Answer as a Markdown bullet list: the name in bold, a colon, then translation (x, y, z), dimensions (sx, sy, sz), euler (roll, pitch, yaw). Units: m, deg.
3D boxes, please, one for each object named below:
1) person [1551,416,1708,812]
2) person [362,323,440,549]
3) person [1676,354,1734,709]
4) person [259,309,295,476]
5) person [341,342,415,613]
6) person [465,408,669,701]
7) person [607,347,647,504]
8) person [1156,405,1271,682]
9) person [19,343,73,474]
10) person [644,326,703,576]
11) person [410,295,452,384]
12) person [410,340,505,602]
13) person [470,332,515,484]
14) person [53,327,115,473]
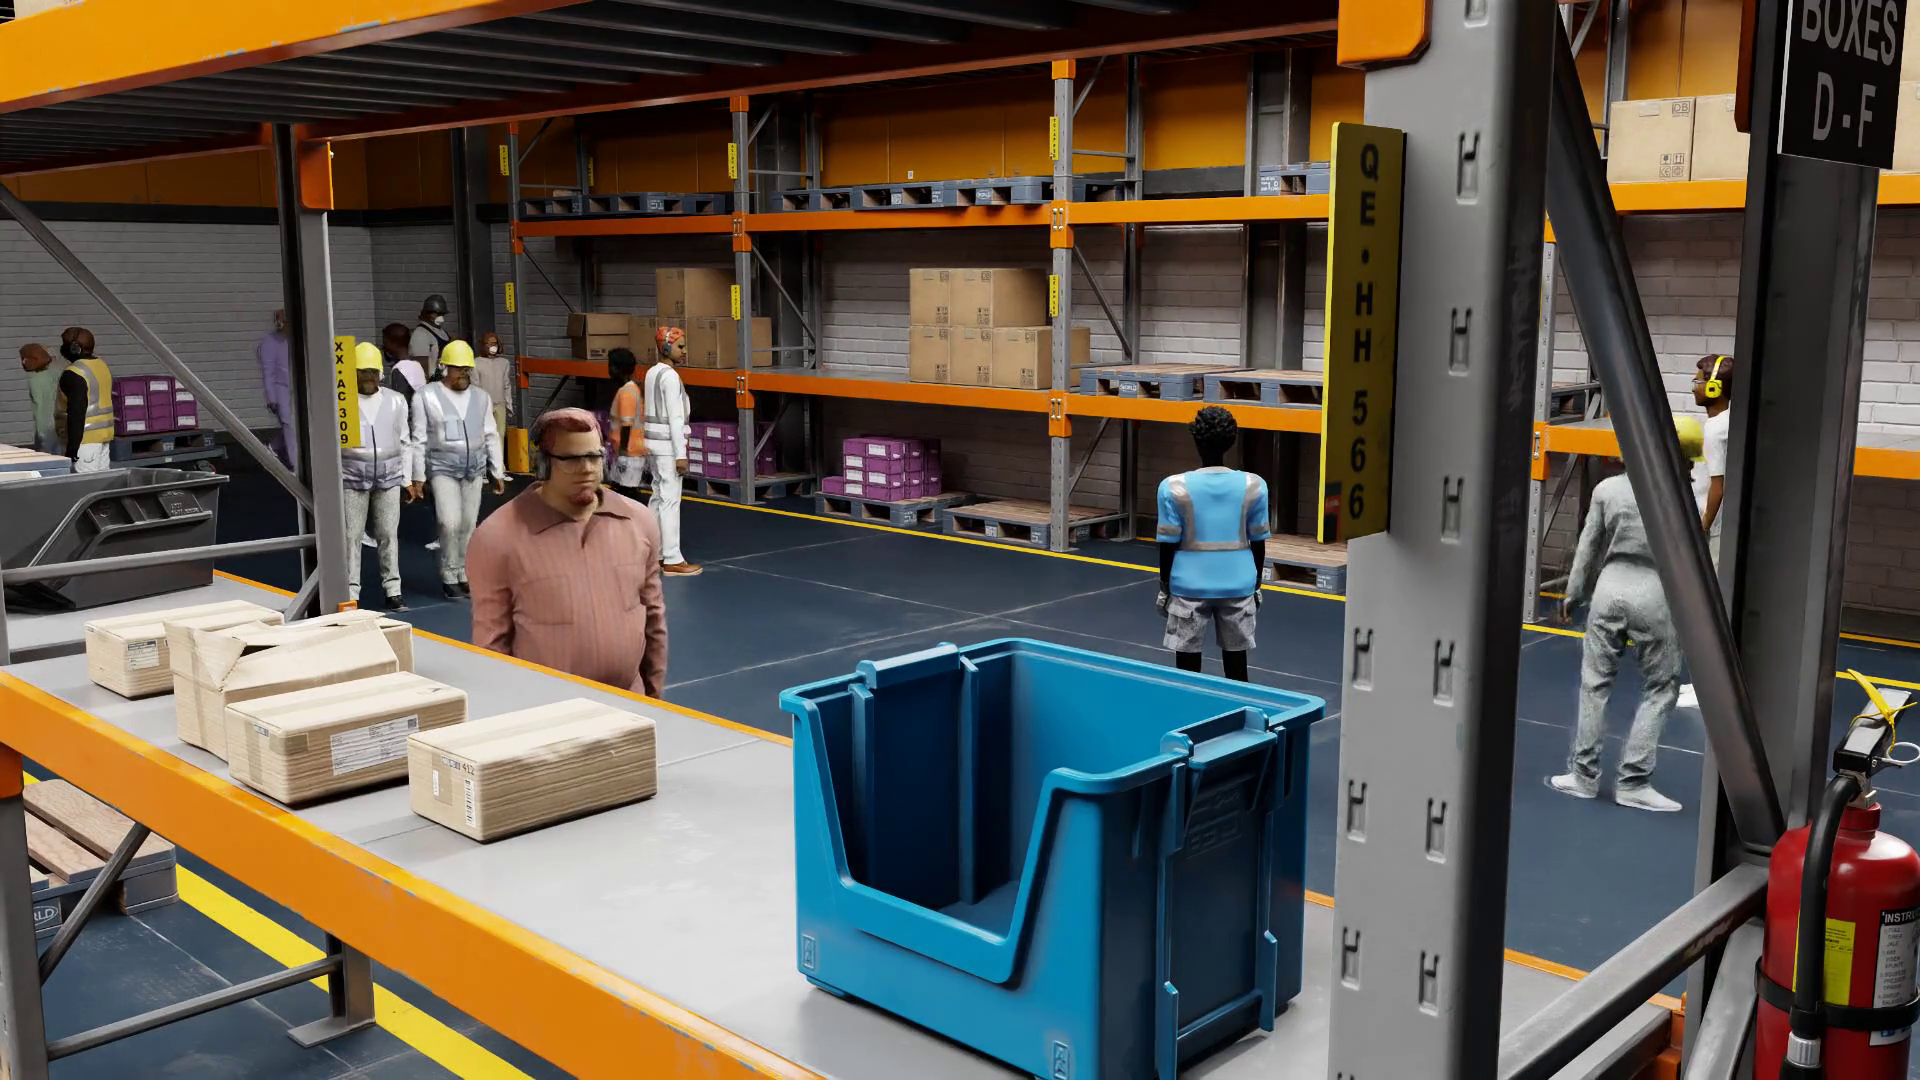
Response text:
- **person**: translation (2.882, 0.307, 7.186), dimensions (0.629, 1.701, 0.290), euler (9, 13, 43)
- **person**: translation (-4.597, -0.838, 13.667), dimensions (0.997, 1.863, 0.614), euler (-2, 9, -11)
- **person**: translation (3.949, -0.038, 8.763), dimensions (0.328, 1.874, 0.517), euler (7, 12, 37)
- **person**: translation (-7.471, -1.610, 18.375), dimensions (0.683, 1.880, 0.674), euler (3, 10, 20)
- **person**: translation (-3.947, -0.405, 11.127), dimensions (0.589, 1.834, 0.403), euler (-6, 11, -32)
- **person**: translation (-1.187, 0.534, 5.195), dimensions (0.637, 1.898, 0.396), euler (-7, 12, -38)
- **person**: translation (-2.693, -0.715, 13.457), dimensions (0.351, 1.684, 0.555), euler (-2, 9, -9)
- **person**: translation (1.152, 0.231, 7.639), dimensions (0.535, 1.700, 0.318), euler (-1, 9, -6)
- **person**: translation (-8.635, -1.073, 15.875), dimensions (0.509, 1.612, 0.531), euler (0, 9, -1)
- **person**: translation (-2.206, -0.670, 12.604), dimensions (0.360, 1.884, 0.574), euler (-5, 10, -27)
- **person**: translation (-5.828, -1.729, 18.614), dimensions (0.536, 2.000, 0.684), euler (1, 9, 3)
- **person**: translation (-3.461, -0.476, 11.591), dimensions (0.627, 1.817, 0.547), euler (-9, 13, -43)
- **person**: translation (-5.079, -1.435, 18.051), dimensions (0.278, 1.634, 0.499), euler (9, 13, 44)
- **person**: translation (-7.174, -0.818, 13.635), dimensions (0.429, 1.846, 0.626), euler (-1, 9, -7)
